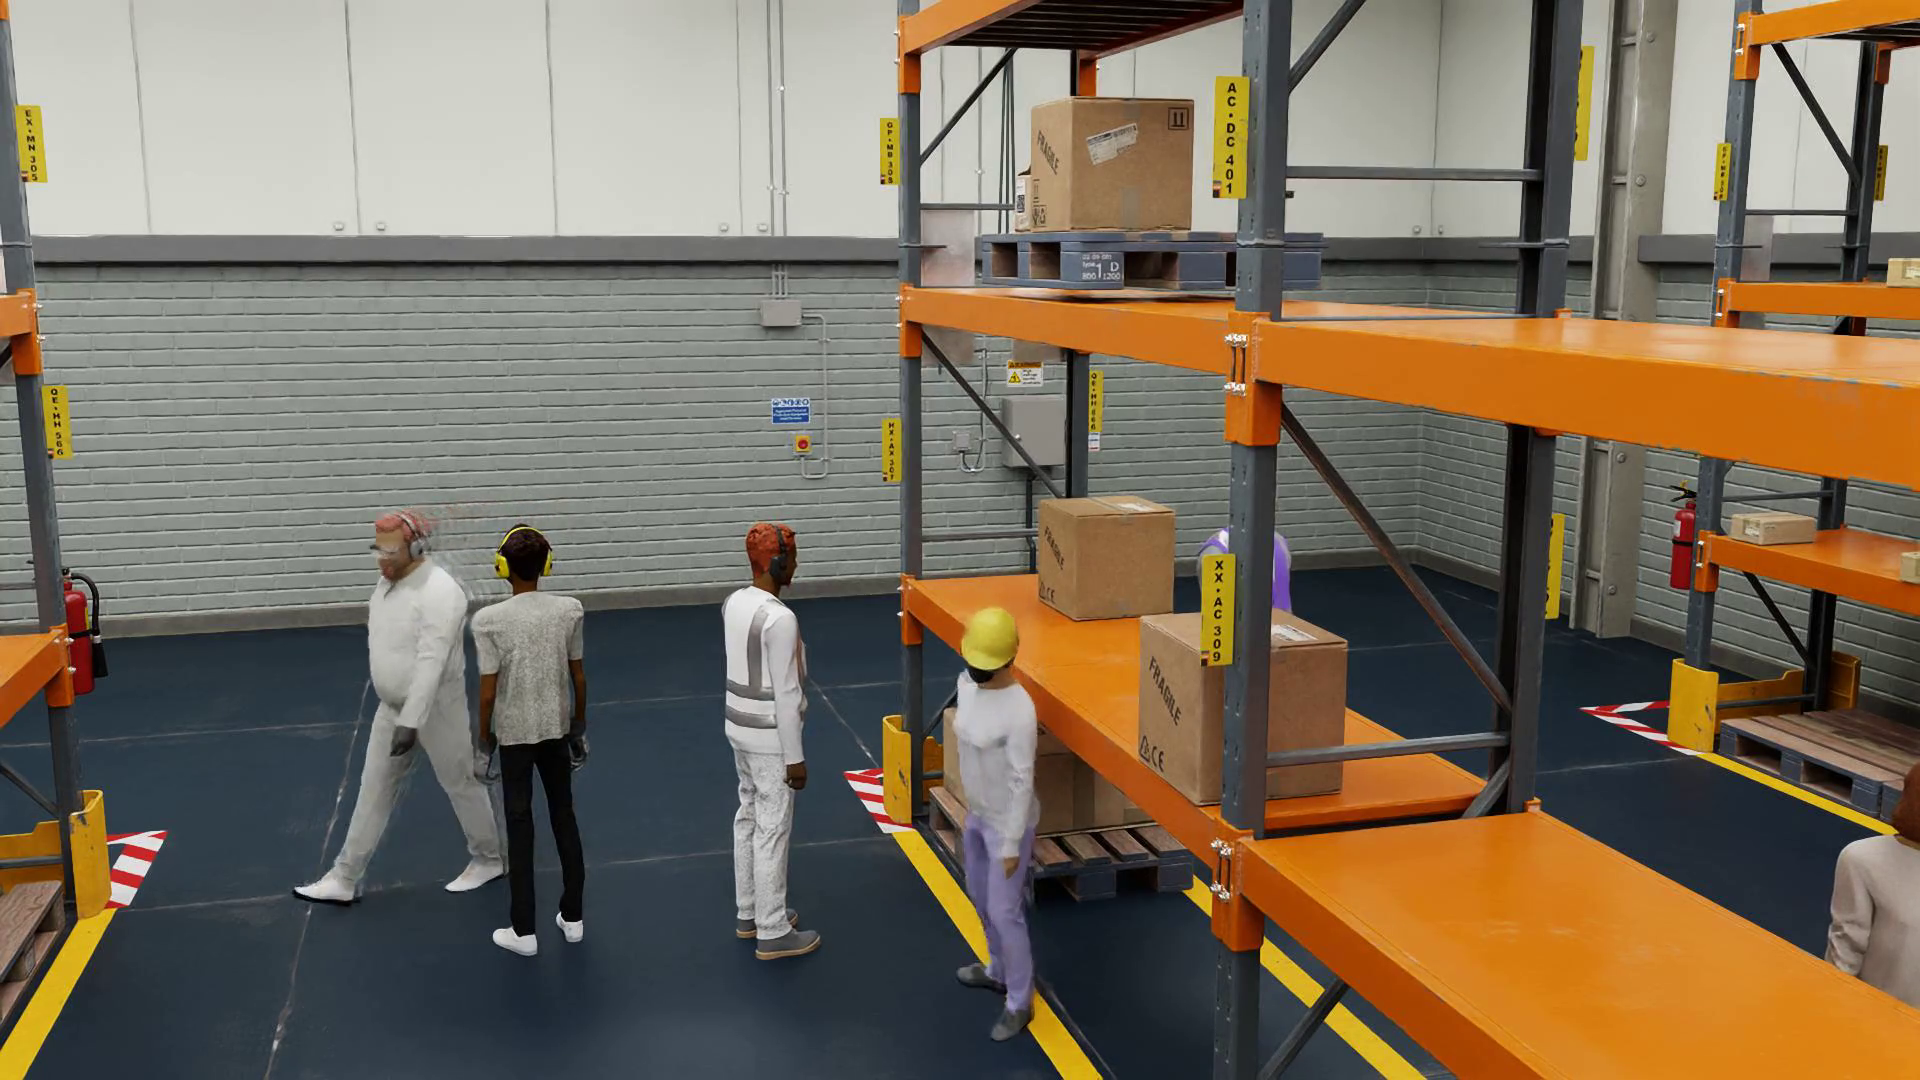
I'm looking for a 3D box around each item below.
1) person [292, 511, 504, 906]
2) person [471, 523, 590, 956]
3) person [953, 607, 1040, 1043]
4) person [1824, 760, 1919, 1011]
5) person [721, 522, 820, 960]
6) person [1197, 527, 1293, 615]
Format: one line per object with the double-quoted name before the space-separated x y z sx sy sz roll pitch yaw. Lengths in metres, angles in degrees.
"person" -2.566 0.793 7.630 0.628 1.844 0.989 8 13 38
"person" -1.850 0.857 7.179 0.514 1.872 0.328 -8 12 -37
"person" 0.128 1.065 6.412 0.441 1.720 0.646 -5 11 -25
"person" 2.732 1.398 4.758 0.499 1.636 0.286 2 10 13
"person" -0.826 0.855 7.167 0.359 1.880 0.575 -6 11 -30
"person" 1.519 0.599 8.727 0.626 1.844 0.429 -9 13 -42
